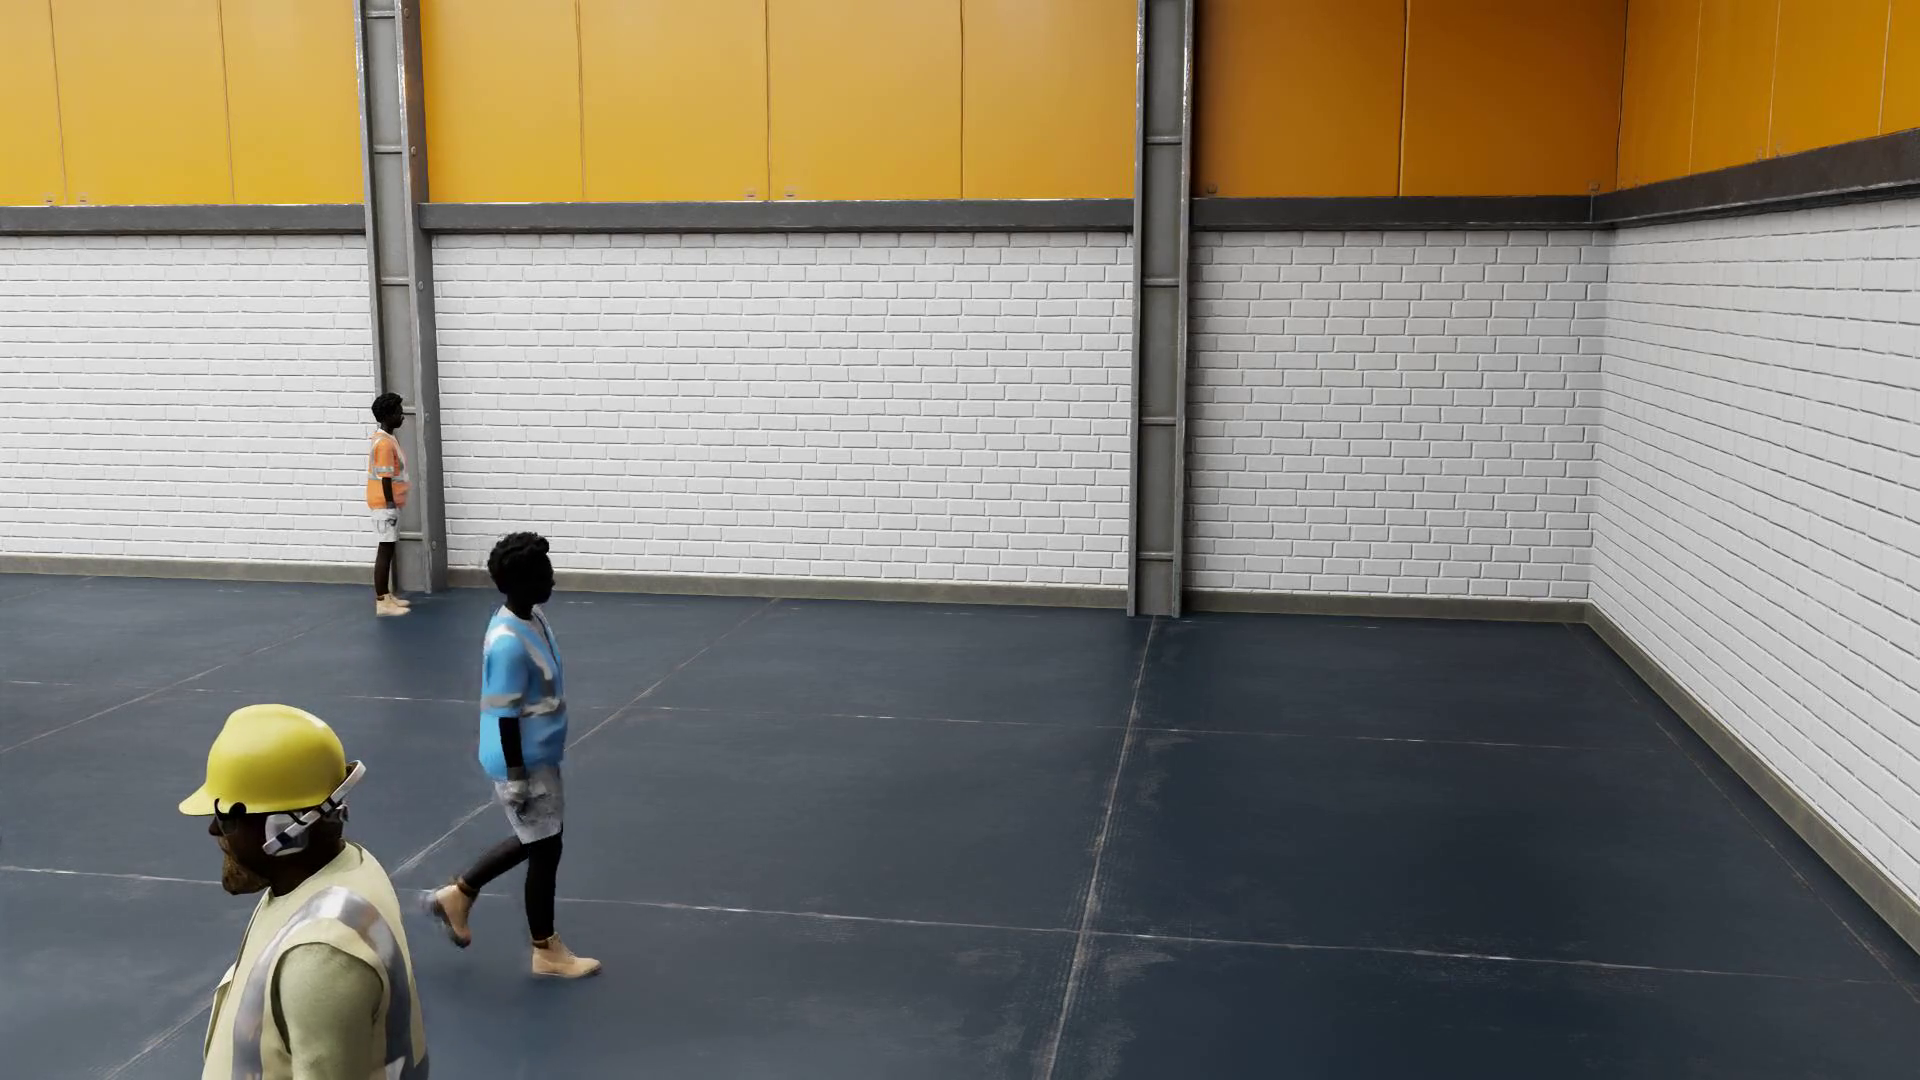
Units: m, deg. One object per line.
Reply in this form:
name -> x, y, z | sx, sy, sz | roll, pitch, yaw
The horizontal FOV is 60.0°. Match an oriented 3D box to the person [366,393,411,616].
person -> -4.324, -0.268, 12.584 | 0.320, 1.690, 0.524 | -3, 10, -19

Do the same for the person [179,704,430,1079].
person -> -1.205, 1.199, 3.135 | 0.403, 1.825, 0.592 | -4, 10, -22

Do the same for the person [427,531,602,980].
person -> -1.647, 0.792, 6.066 | 0.566, 1.676, 0.539 | -1, 9, -7
